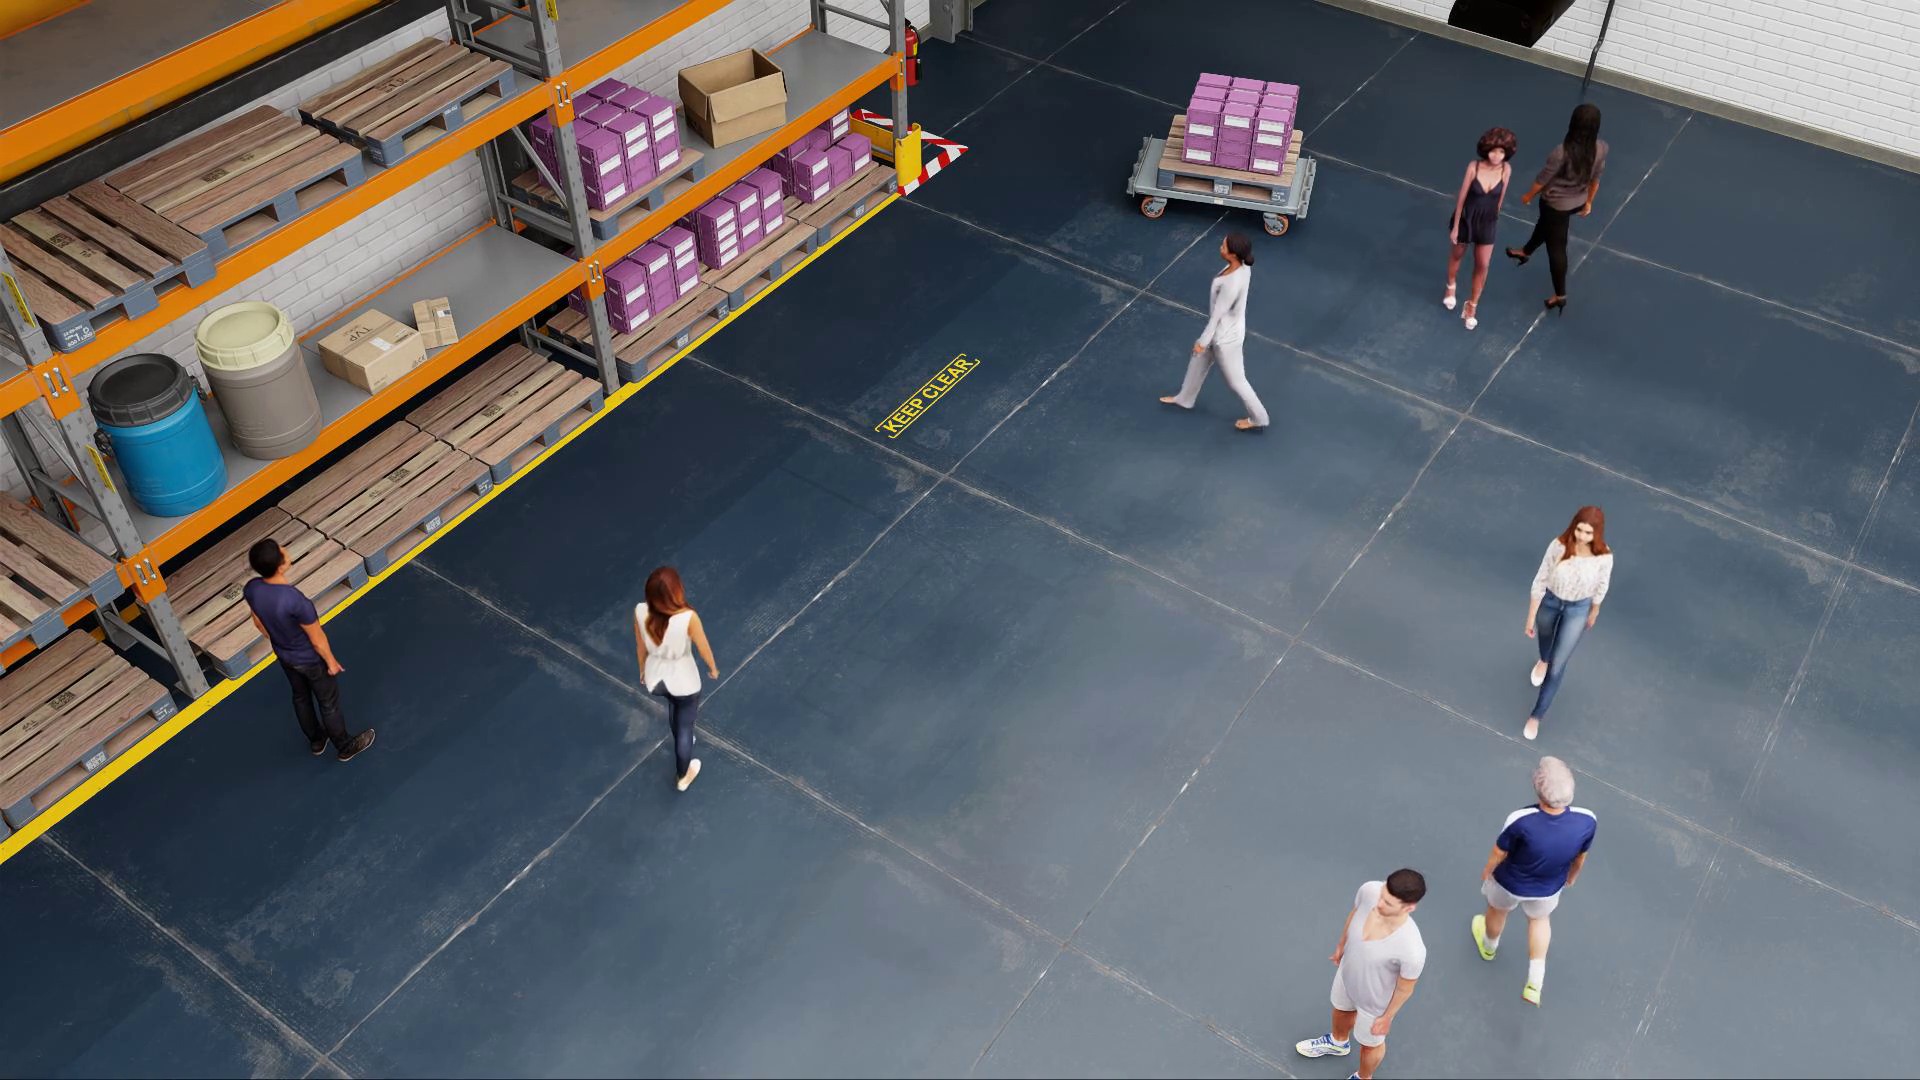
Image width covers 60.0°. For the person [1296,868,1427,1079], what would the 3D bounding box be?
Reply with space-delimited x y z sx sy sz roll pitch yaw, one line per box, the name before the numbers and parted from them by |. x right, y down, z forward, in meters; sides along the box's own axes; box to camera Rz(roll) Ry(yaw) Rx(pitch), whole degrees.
person | 2.133 2.273 8.600 0.778 1.853 0.767 -15 46 -15

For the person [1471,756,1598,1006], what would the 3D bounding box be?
person | 3.102 1.877 9.044 0.986 1.814 1.099 2 44 2

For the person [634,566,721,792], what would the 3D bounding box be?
person | -1.773 0.907 10.094 0.716 1.770 0.758 12 45 12

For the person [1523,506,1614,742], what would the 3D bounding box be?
person | 3.897 0.375 10.710 0.634 1.690 1.127 21 47 20

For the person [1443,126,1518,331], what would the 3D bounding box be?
person | 4.263 -2.674 13.852 0.762 1.770 0.883 5 44 5

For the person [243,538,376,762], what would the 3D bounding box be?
person | -4.089 0.694 10.302 0.683 1.792 0.595 16 46 16

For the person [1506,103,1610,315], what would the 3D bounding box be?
person | 5.074 -2.714 13.879 1.184 1.791 1.078 -18 46 -18

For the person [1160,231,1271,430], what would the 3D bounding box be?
person | 2.115 -1.561 12.728 0.958 1.709 1.146 10 45 10
